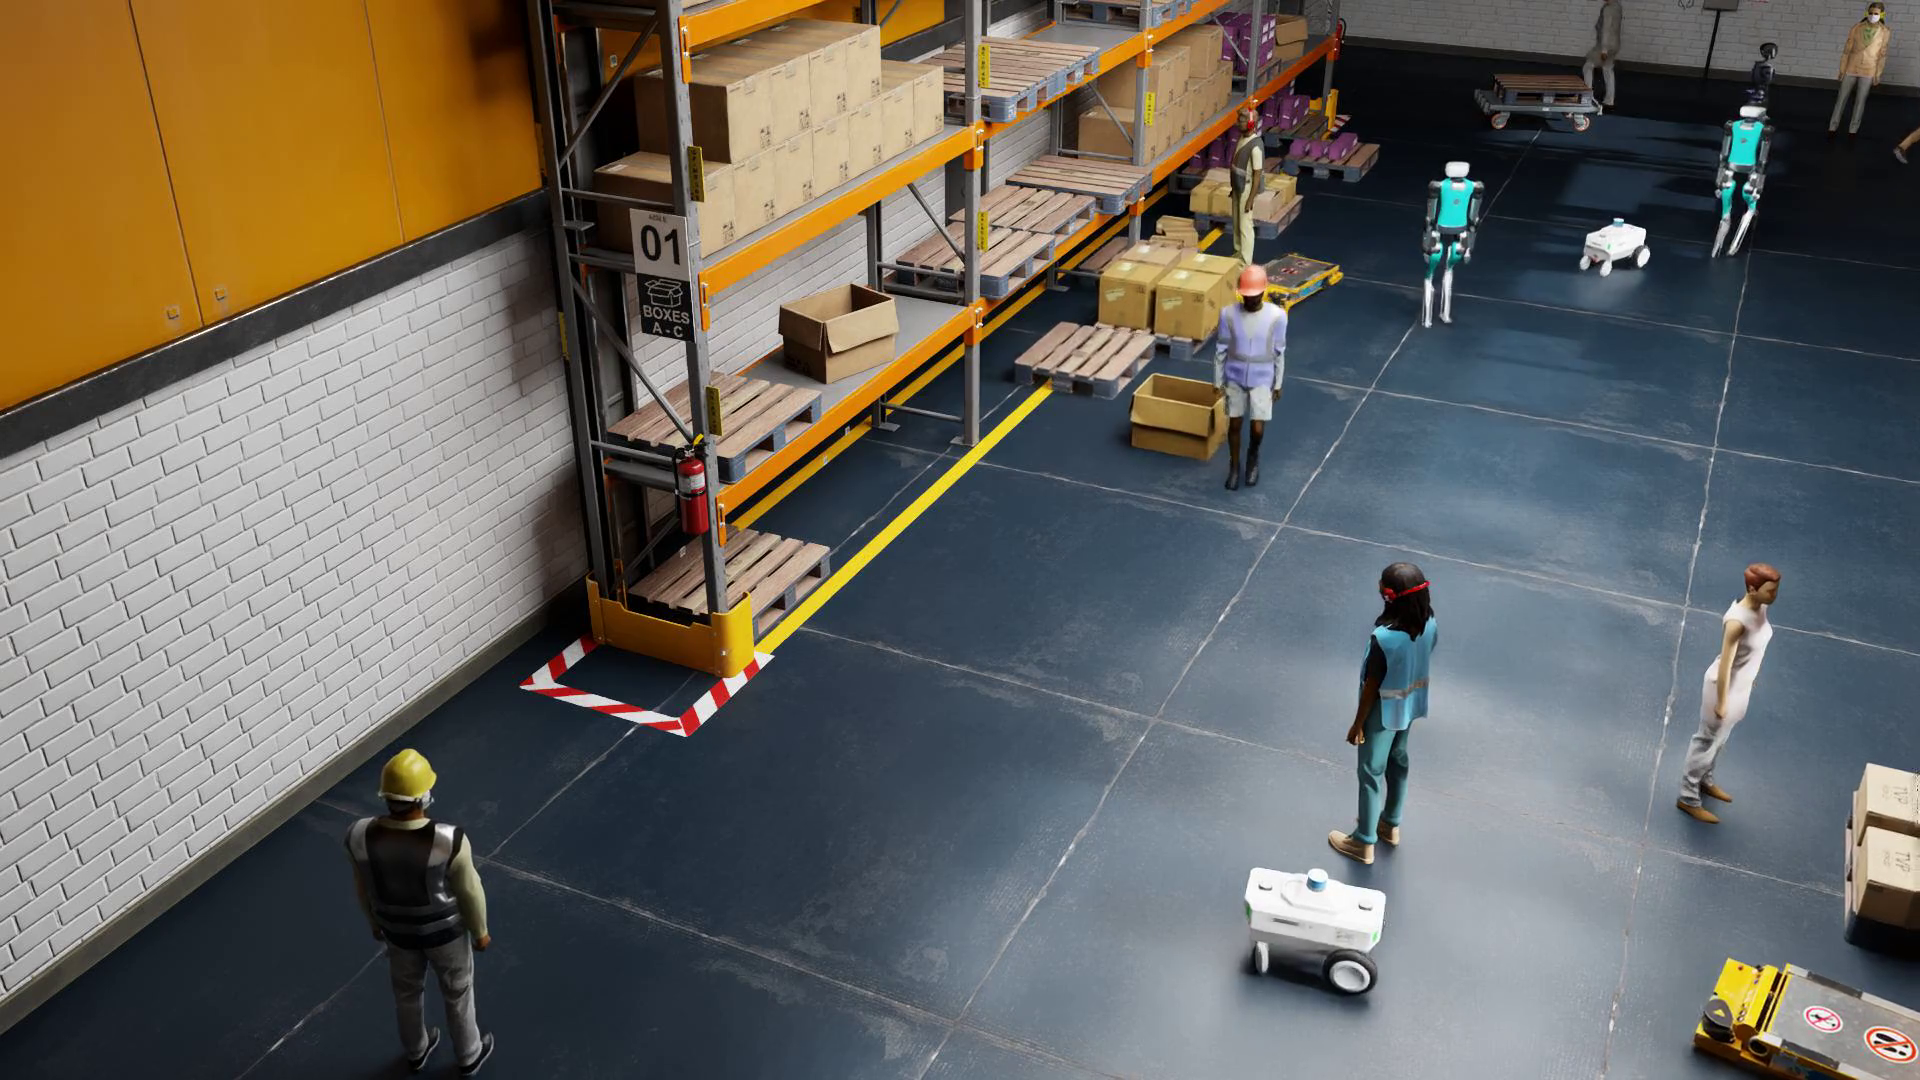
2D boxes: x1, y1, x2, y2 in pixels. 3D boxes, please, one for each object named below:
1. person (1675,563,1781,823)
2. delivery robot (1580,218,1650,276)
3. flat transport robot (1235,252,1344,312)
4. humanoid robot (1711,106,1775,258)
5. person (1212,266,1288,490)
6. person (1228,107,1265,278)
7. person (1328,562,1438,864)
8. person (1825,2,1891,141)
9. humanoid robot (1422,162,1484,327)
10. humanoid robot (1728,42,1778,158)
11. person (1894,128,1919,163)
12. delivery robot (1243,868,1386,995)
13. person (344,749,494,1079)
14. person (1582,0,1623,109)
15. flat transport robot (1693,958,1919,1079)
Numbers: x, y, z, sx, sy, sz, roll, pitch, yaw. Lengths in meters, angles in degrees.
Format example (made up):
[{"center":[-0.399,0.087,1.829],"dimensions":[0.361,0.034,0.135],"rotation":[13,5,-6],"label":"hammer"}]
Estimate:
[{"center":[4.482,0.866,9.656],"dimensions":[0.287,1.659,0.454],"rotation":[24,37,37],"label":"person"},{"center":[7.296,-3.274,18.519],"dimensions":[0.812,0.614,0.499],"rotation":[-19,34,-31],"label":"delivery robot"},{"center":[3.498,-2.763,17.852],"dimensions":[0.659,0.231,1.431],"rotation":[21,35,33],"label":"flat transport robot"},{"center":[8.762,-3.974,18.600],"dimensions":[0.554,1.830,0.752],"rotation":[22,35,35],"label":"humanoid robot"},{"center":[2.306,-1.286,13.374],"dimensions":[0.563,1.917,0.424],"rotation":[8,29,15],"label":"person"},{"center":[3.094,-3.776,18.068],"dimensions":[0.380,1.844,0.568],"rotation":[-5,29,-10],"label":"person"},{"center":[2.384,0.966,9.264],"dimensions":[0.495,1.862,0.396],"rotation":[-21,35,-33],"label":"person"},{"center":[12.529,-6.525,23.138],"dimensions":[0.555,1.877,0.403],"rotation":[16,32,27],"label":"person"},{"center":[4.869,-2.961,16.699],"dimensions":[0.542,1.806,0.709],"rotation":[3,29,6],"label":"humanoid robot"},{"center":[10.385,-5.705,21.832],"dimensions":[0.477,1.647,0.600],"rotation":[5,29,9],"label":"humanoid robot"},{"center":[12.800,-5.747,21.849],"dimensions":[0.604,1.725,0.579],"rotation":[-3,28,-6],"label":"person"},{"center":[1.860,1.994,8.720],"dimensions":[0.737,0.586,0.517],"rotation":[9,30,16],"label":"delivery robot"},{"center":[-2.499,1.777,7.803],"dimensions":[0.600,1.820,0.403],"rotation":[2,28,4],"label":"person"},{"center":[9.527,-7.338,24.724],"dimensions":[0.734,1.800,0.569],"rotation":[22,35,35],"label":"person"},{"center":[4.406,2.503,8.087],"dimensions":[1.431,0.231,0.659],"rotation":[19,34,31],"label":"flat transport robot"}]
